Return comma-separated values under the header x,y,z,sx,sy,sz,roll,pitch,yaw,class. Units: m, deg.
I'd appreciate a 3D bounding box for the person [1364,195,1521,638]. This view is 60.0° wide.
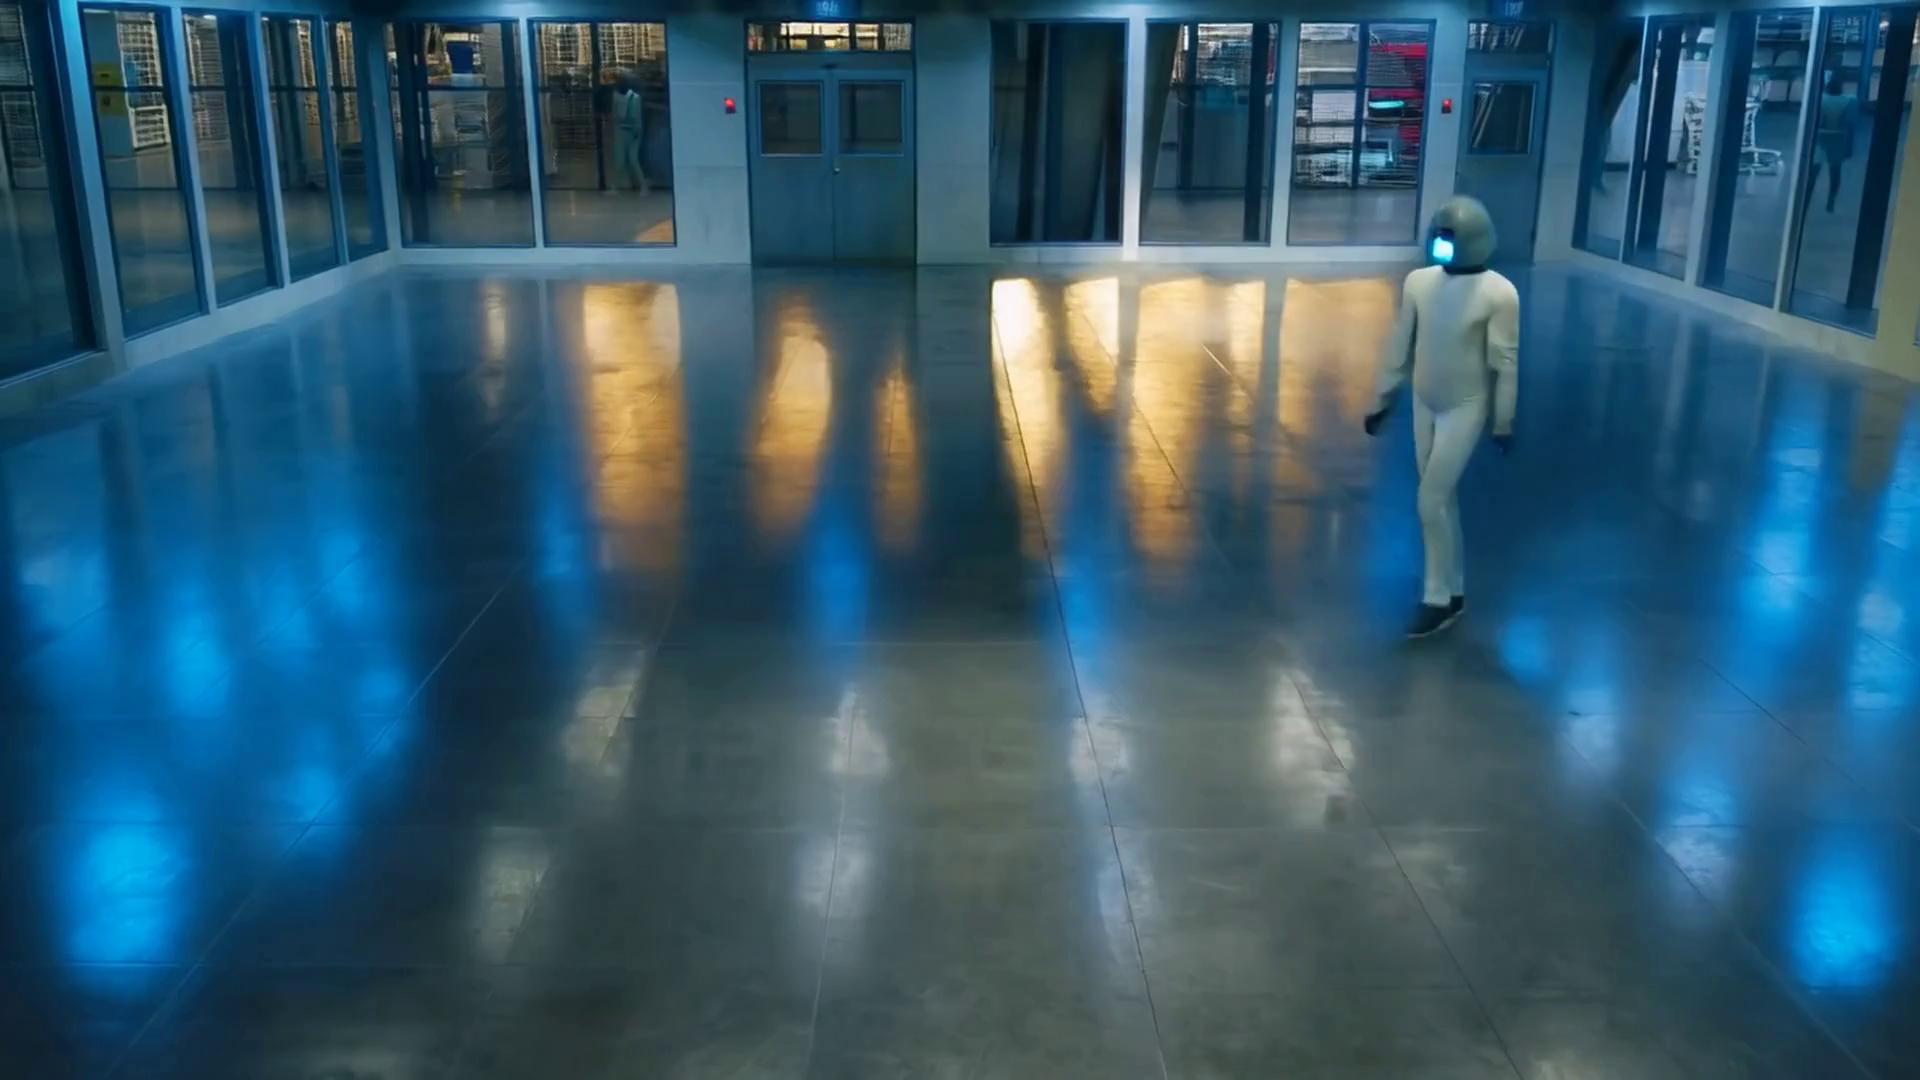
x,y,z,sx,sy,sz,roll,pitch,yaw,class
1.746,-0.448,6.142,0.570,1.616,0.507,-8,18,-27,person
